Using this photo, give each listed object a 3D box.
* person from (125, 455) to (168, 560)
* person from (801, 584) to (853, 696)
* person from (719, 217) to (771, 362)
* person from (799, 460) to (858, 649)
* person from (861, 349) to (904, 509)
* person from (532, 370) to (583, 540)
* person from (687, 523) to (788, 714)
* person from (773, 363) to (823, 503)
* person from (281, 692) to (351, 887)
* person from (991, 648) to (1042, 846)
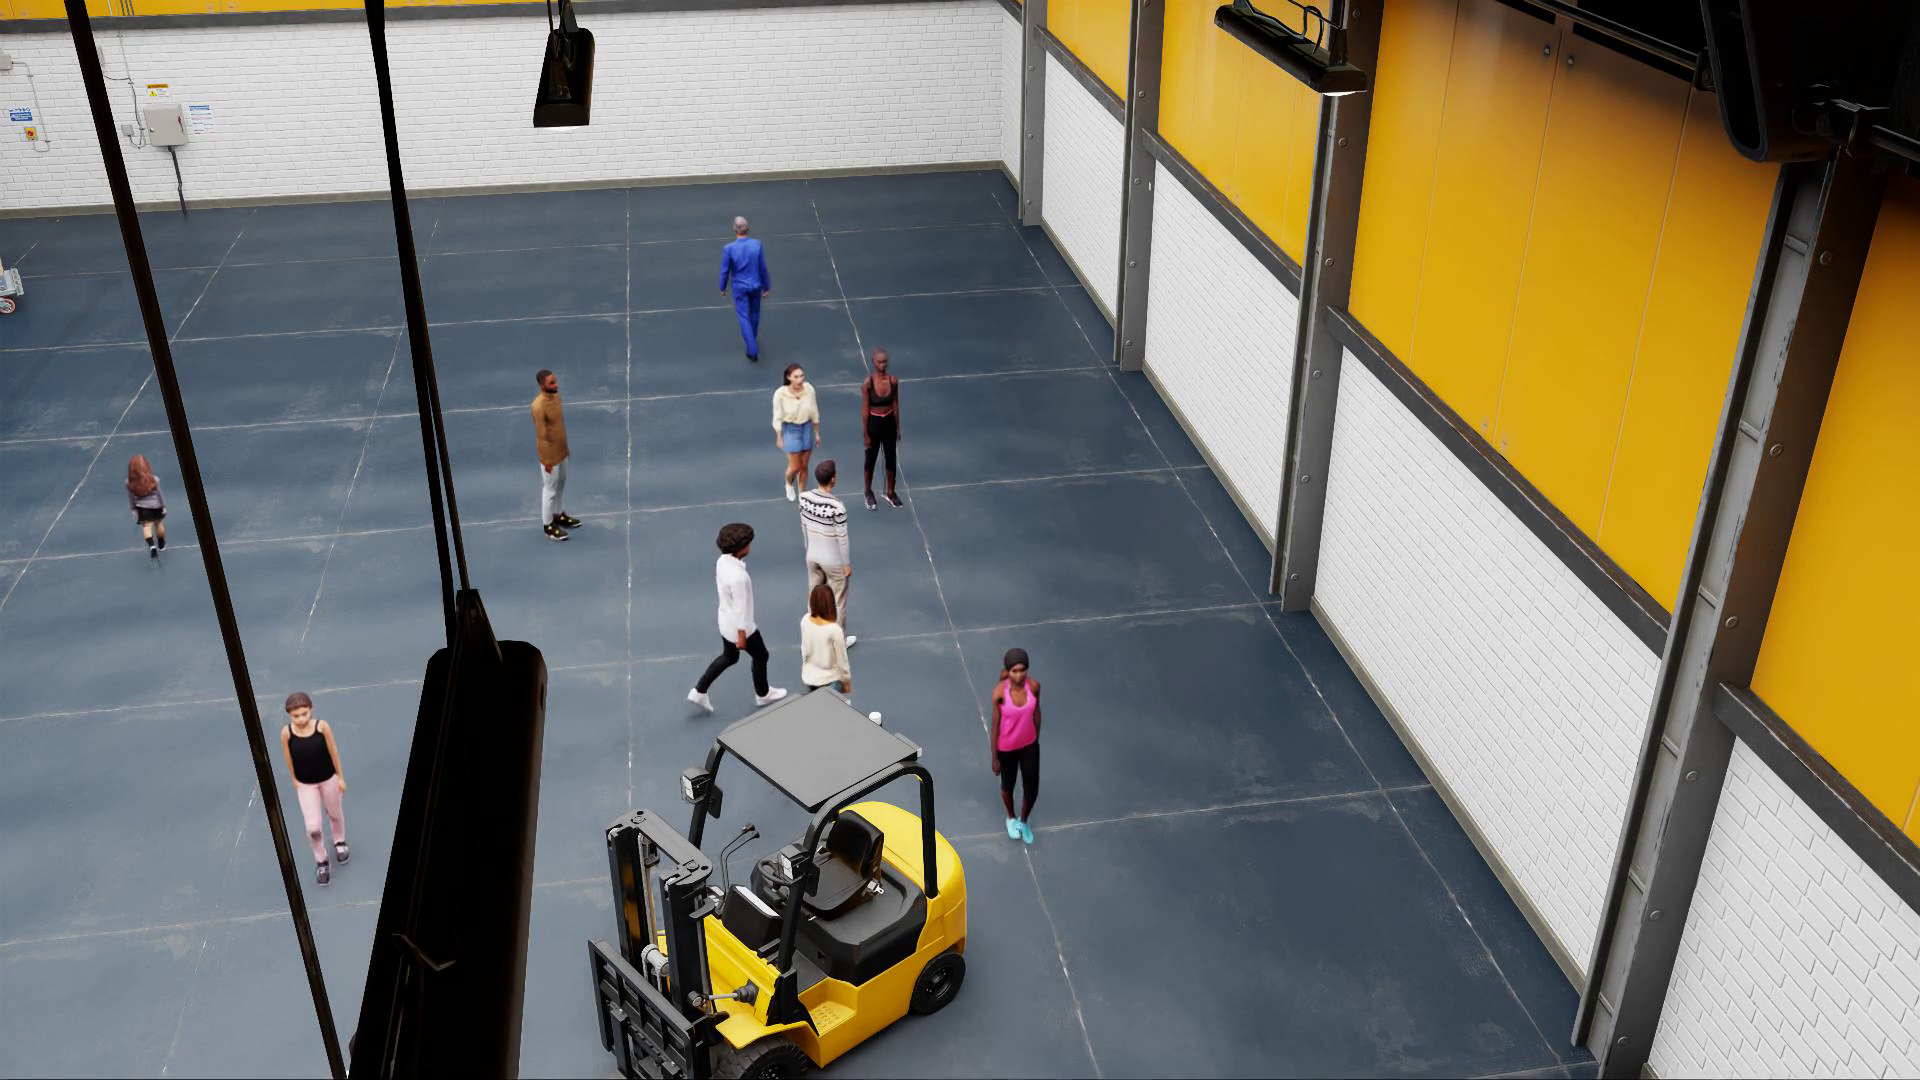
[{"bbox_3d":[-8.132,-0.327,16.633,0.557,1.094,0.747,-10,30,-18],"label":"person"},{"bbox_3d":[-1.139,1.151,13.336,0.984,1.656,1.016,22,35,34],"label":"person"},{"bbox_3d":[-2.680,-3.141,21.064,0.920,1.791,1.172,-10,30,-18],"label":"person"},{"bbox_3d":[-1.201,0.155,14.959,0.737,1.851,0.807,20,35,32],"label":"person"},{"bbox_3d":[-0.852,-1.200,17.533,0.676,1.765,0.731,-13,31,-23],"label":"person"},{"bbox_3d":[-4.159,-0.905,16.942,0.766,1.812,0.632,7,29,13],"label":"person"},{"bbox_3d":[-1.962,0.701,14.037,0.918,1.775,1.120,-13,31,-23],"label":"person"},{"bbox_3d":[-1.743,-1.138,17.572,0.720,1.619,0.712,-15,32,-25],"label":"person"},{"bbox_3d":[-4.769,1.750,12.353,0.615,1.546,0.782,-12,31,-21],"label":"person"},{"bbox_3d":[0.400,1.514,12.615,0.555,1.710,0.602,-5,29,-10],"label":"person"}]
